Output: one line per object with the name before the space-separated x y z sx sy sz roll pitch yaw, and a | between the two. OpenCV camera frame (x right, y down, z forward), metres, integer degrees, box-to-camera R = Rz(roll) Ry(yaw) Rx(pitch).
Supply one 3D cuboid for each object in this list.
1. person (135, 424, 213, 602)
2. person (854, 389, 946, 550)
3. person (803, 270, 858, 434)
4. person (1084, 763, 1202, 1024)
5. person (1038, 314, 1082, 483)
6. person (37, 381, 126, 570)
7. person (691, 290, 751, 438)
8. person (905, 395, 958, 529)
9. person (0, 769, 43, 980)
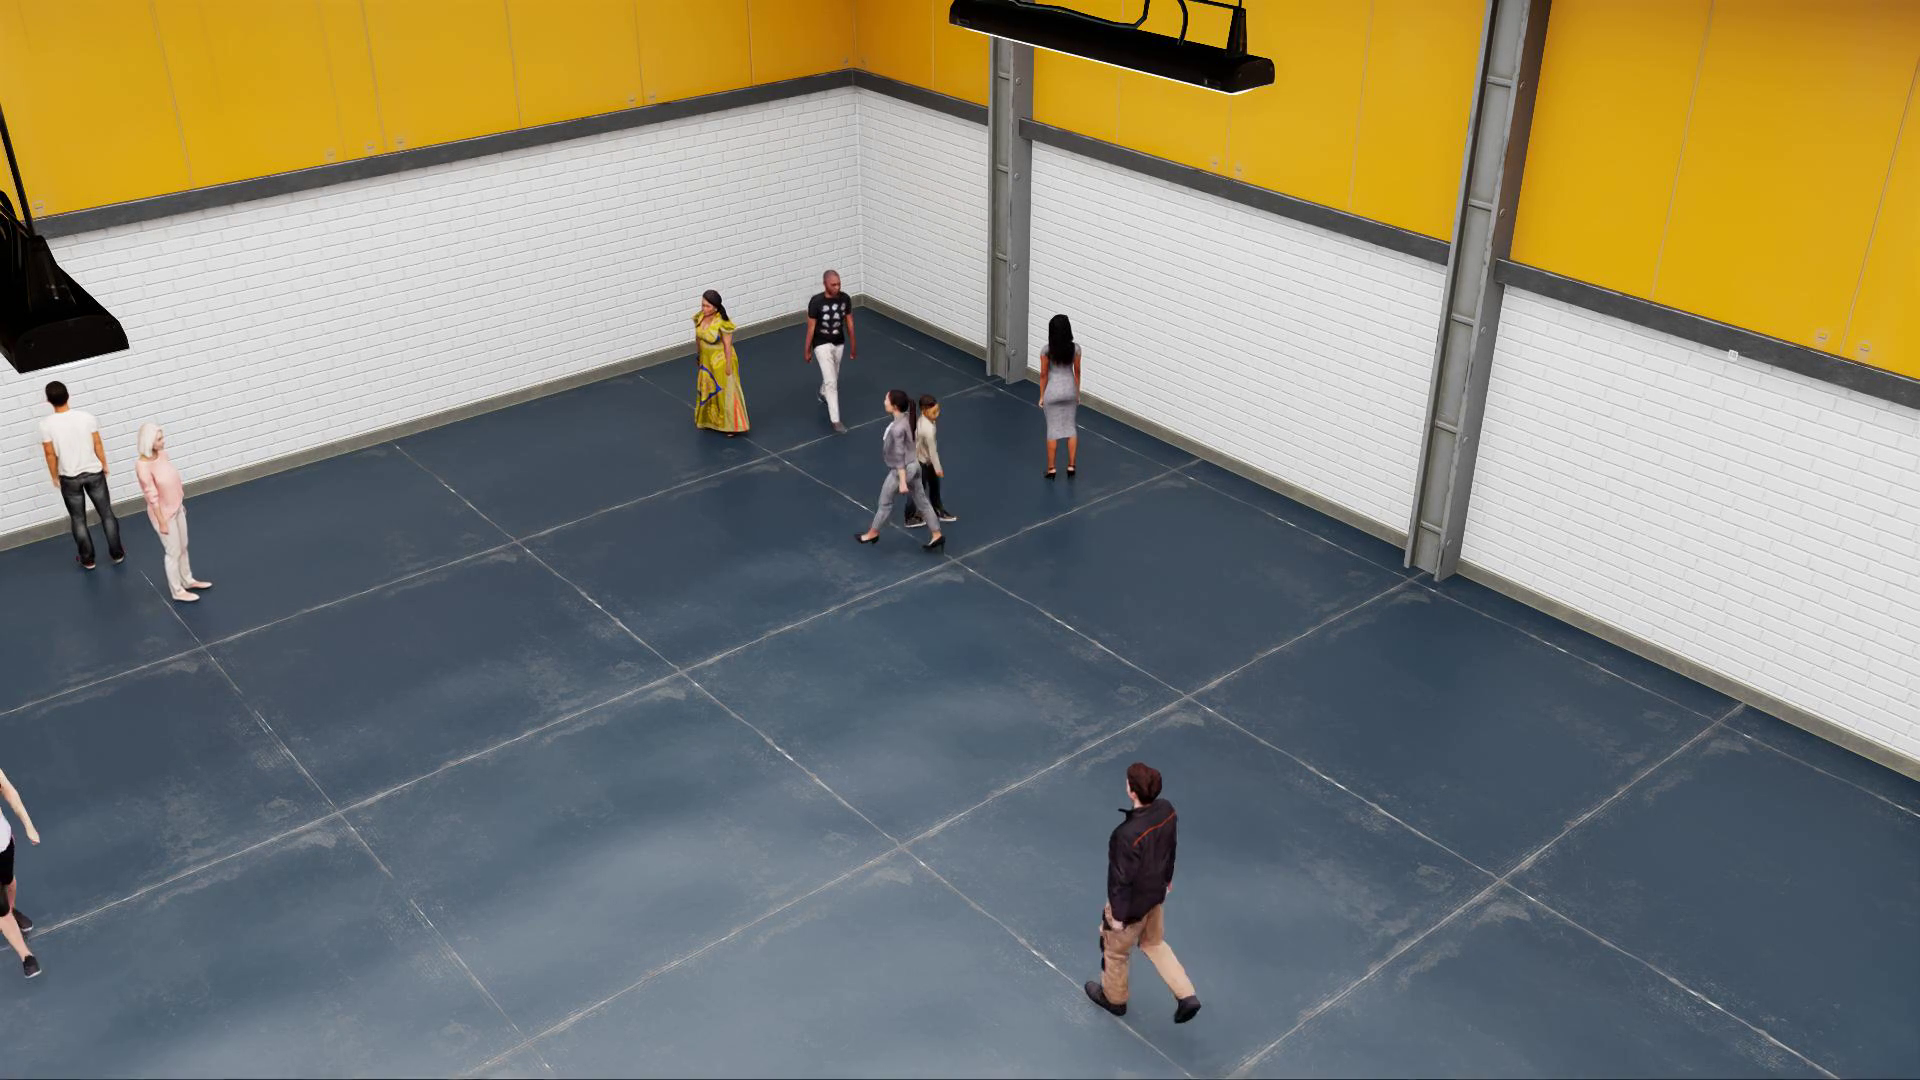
person | -7.040 -0.258 14.736 0.740 1.723 0.654 -1 29 -2
person | -0.439 -0.586 15.448 1.209 1.618 1.048 8 30 14
person | -1.442 -2.106 18.090 0.844 1.757 1.285 -17 33 -28
person | 1.135 2.199 10.040 1.062 1.908 0.775 24 36 36
person | 1.019 -1.435 16.834 0.663 1.780 0.686 -4 29 -7
person | -8.085 -0.601 15.293 0.664 1.793 0.590 -16 32 -27
person | -2.609 -1.916 17.853 0.809 1.649 1.018 18 33 30
person | -0.393 -0.763 15.963 0.887 1.437 0.830 -4 29 -7
person | -6.289 1.938 10.699 1.137 1.736 0.750 24 37 37
